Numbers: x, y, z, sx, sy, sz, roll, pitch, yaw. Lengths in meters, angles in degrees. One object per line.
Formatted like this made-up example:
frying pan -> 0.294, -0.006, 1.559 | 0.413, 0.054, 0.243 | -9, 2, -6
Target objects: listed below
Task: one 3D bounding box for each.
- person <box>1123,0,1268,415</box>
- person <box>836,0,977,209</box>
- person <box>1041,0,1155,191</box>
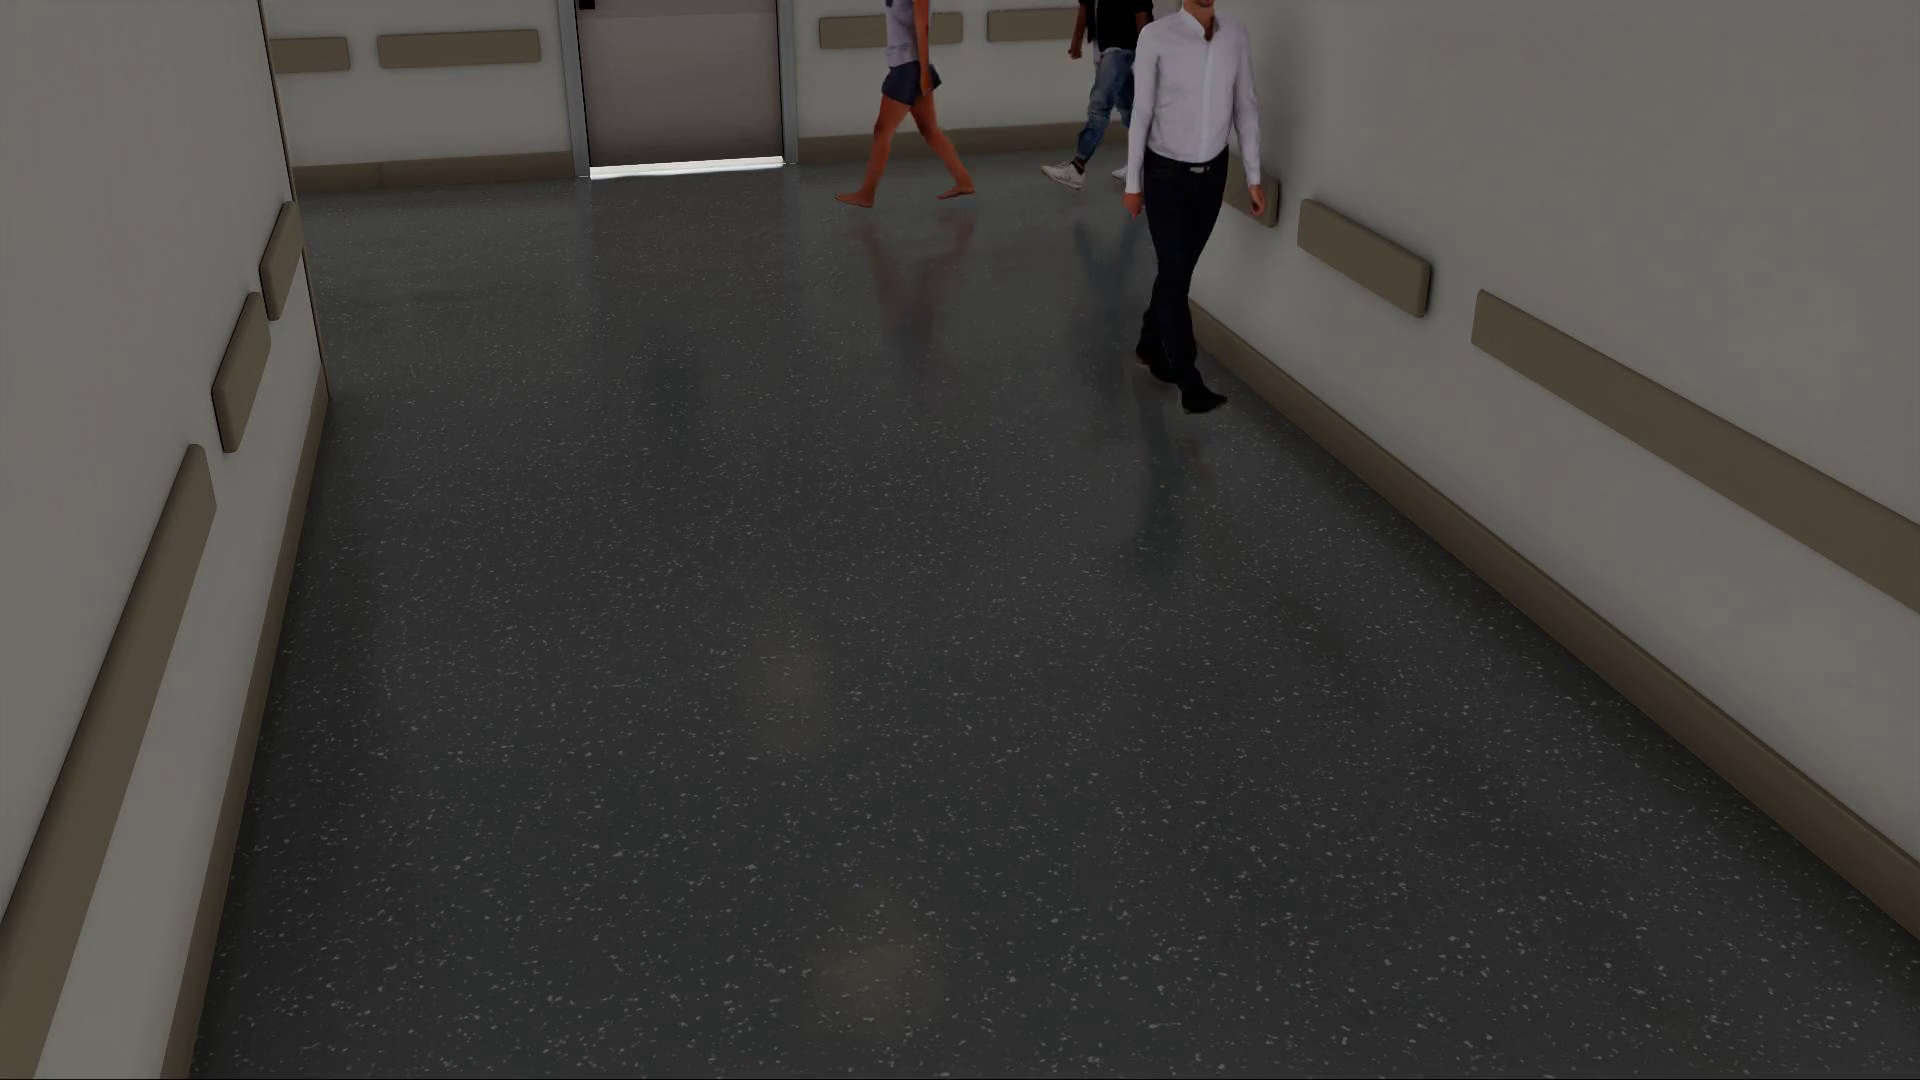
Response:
person -> 0.866, -1.470, 6.659 | 1.140, 1.828, 0.771 | -10, 27, -19
person -> -0.205, -2.635, 9.359 | 1.085, 1.581, 0.713 | -2, 26, -4
person -> 1.012, -2.980, 9.854 | 1.134, 1.774, 0.808 | -11, 28, -22
